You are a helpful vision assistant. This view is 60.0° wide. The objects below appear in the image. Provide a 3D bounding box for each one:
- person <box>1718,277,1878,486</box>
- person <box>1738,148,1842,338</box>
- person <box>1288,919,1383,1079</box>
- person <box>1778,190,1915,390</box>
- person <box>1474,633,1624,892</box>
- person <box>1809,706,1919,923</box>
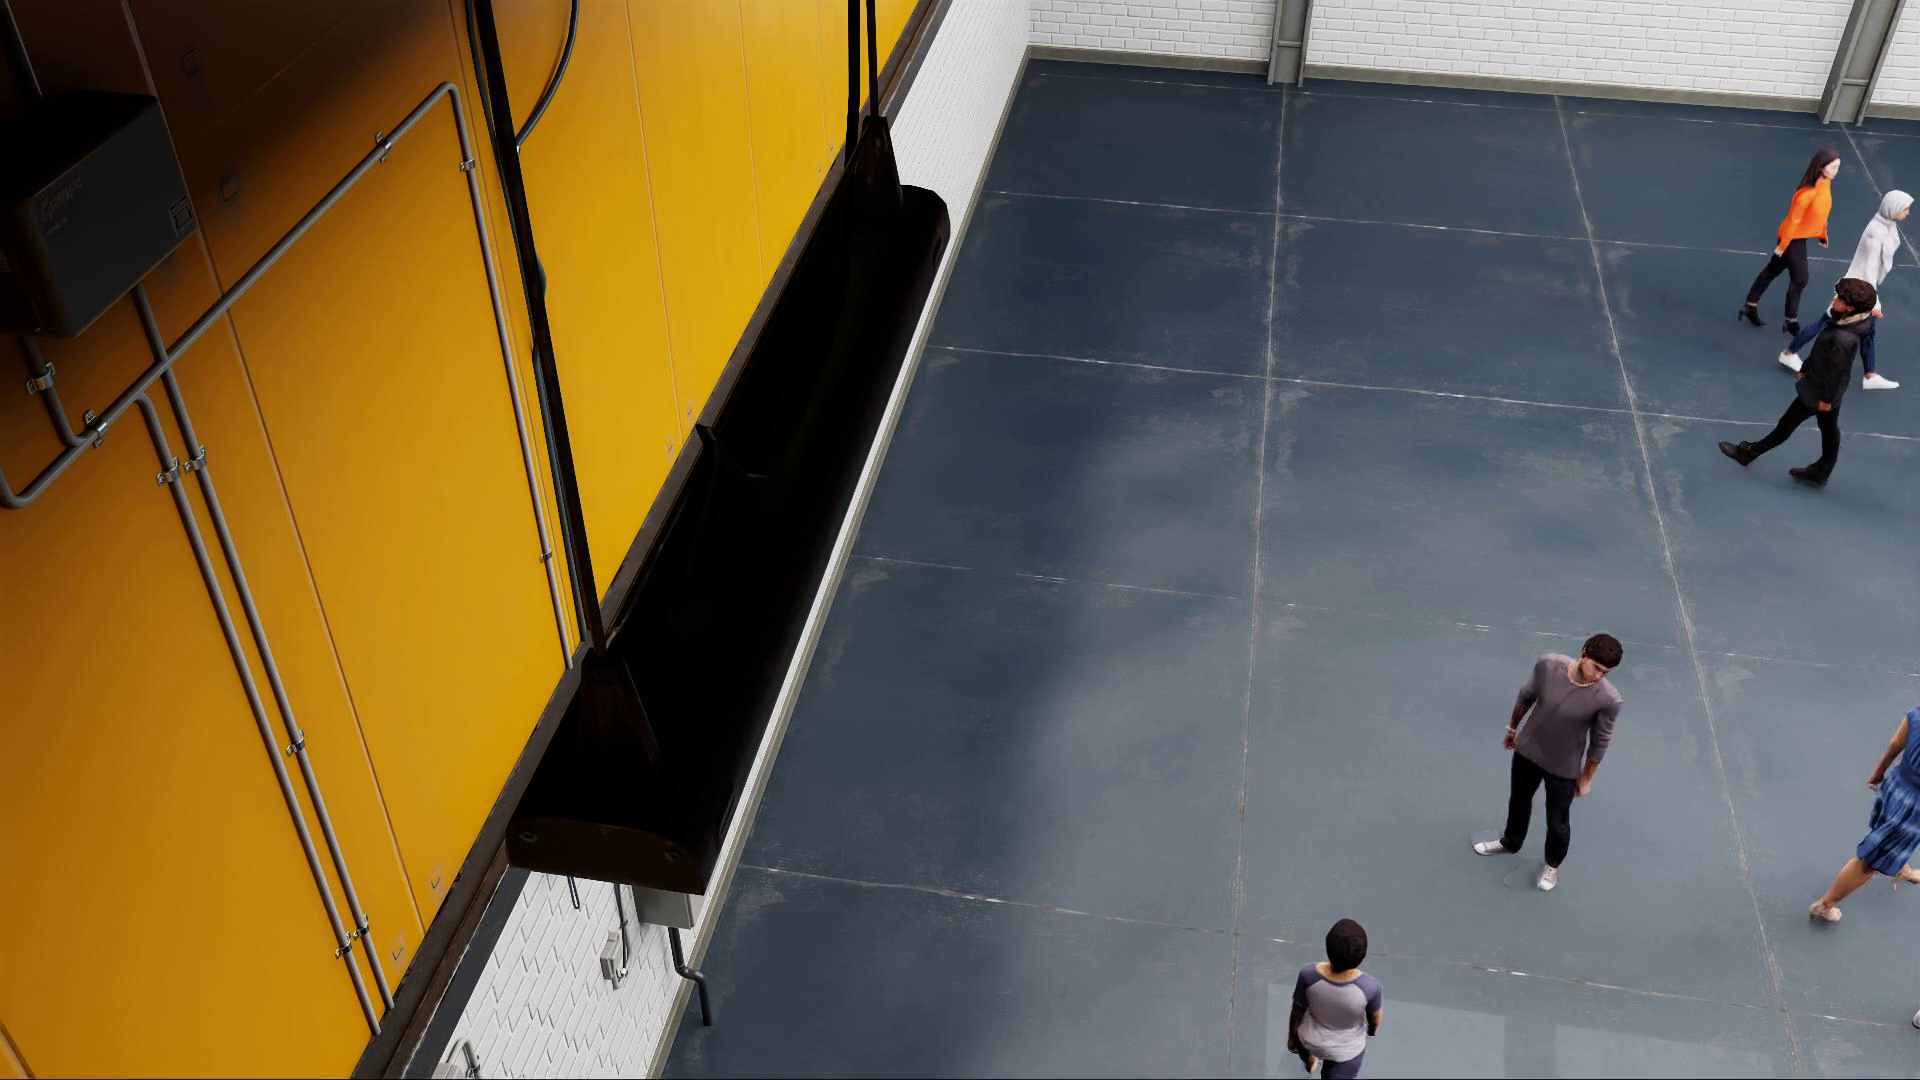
[{"bbox_3d":[6.564,-1.129,12.462,1.151,1.732,0.877,19,43,23],"label":"person"},{"bbox_3d":[7.083,-2.593,14.302,0.968,1.725,0.826,24,45,27],"label":"person"},{"bbox_3d":[1.805,2.477,8.117,1.004,1.519,0.812,16,41,19],"label":"person"},{"bbox_3d":[7.236,-2.046,13.618,1.068,1.723,1.232,-32,48,-33],"label":"person"},{"bbox_3d":[3.354,1.201,9.463,0.830,1.834,0.753,-15,41,-18],"label":"person"},{"bbox_3d":[5.093,1.523,9.121,1.172,1.759,0.923,-9,39,-11],"label":"person"}]
